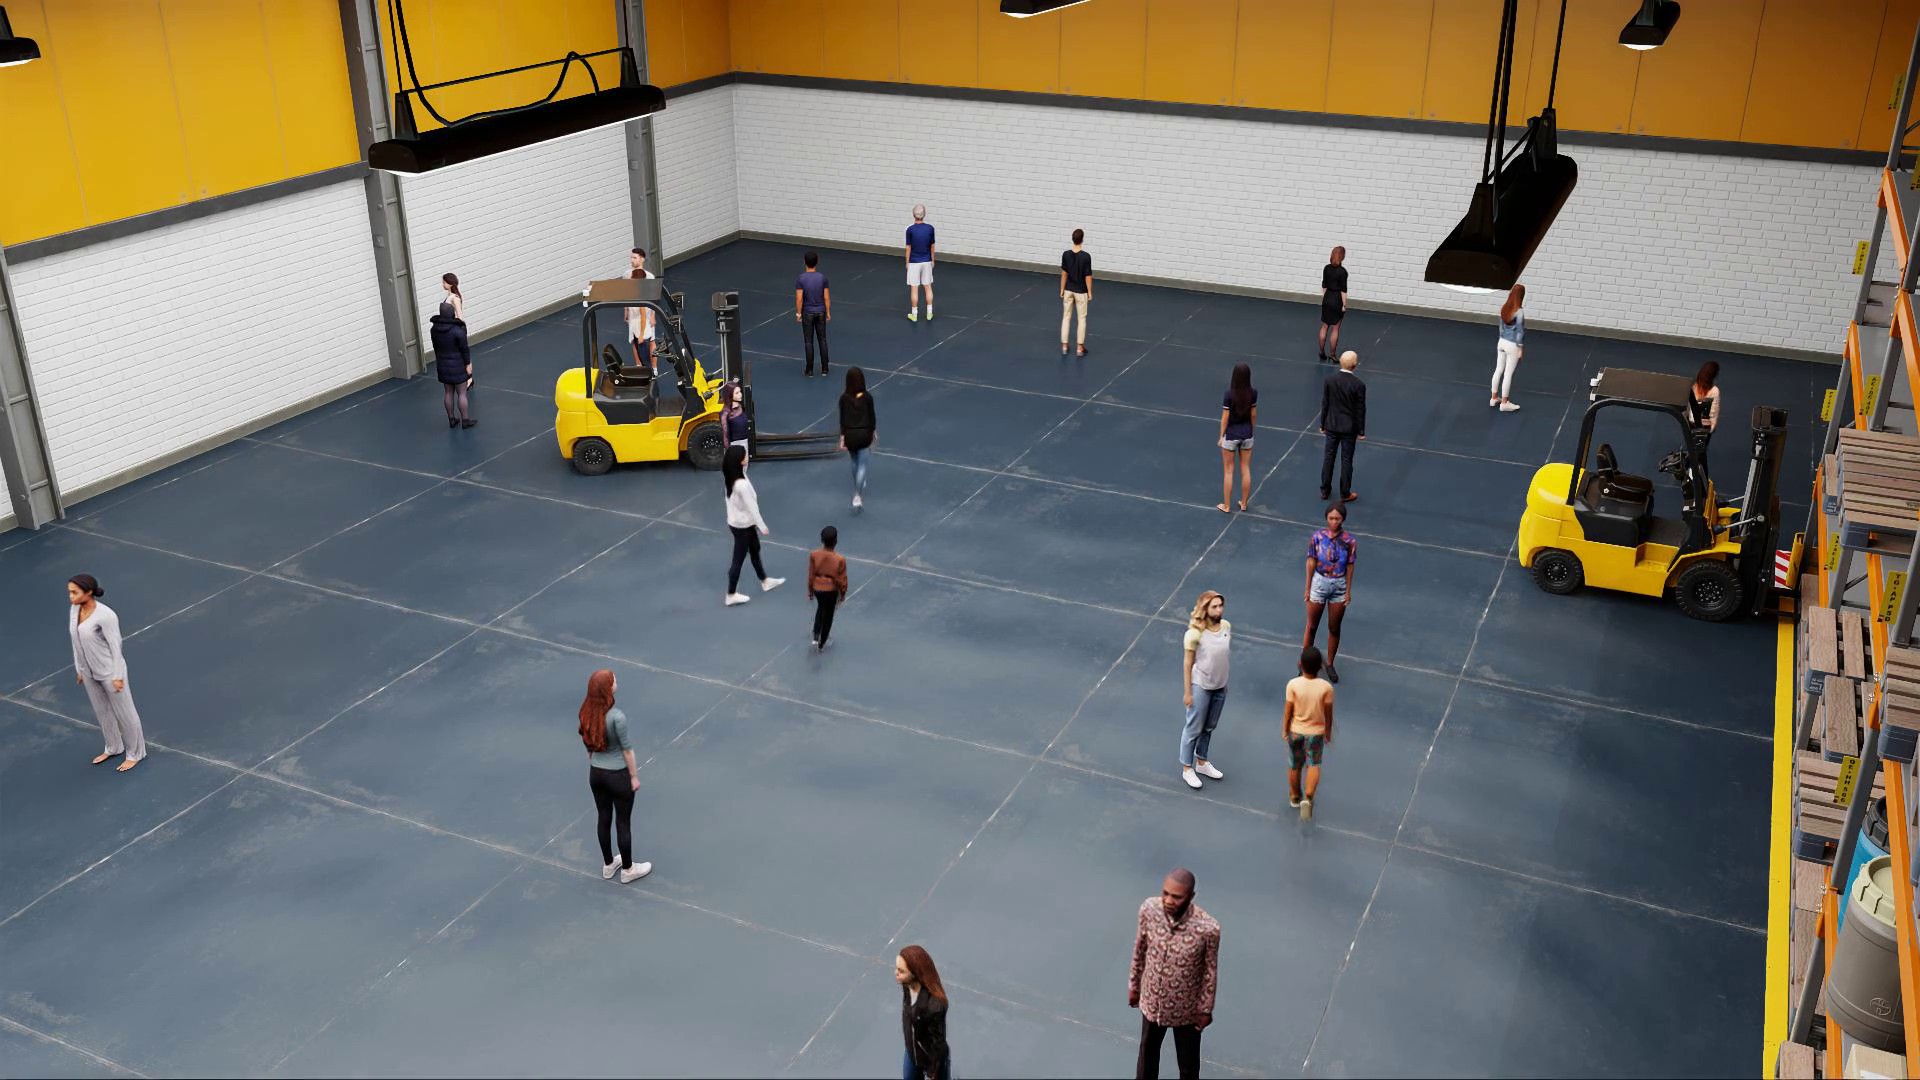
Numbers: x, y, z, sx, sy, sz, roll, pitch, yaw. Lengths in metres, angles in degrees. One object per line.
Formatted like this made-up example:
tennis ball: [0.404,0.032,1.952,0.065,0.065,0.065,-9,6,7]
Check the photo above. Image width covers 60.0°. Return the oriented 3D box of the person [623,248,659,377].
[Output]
person: [-4.489,-3.203,23.443,0.672,1.855,0.555,11,26,24]

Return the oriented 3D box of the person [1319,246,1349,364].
person: [5.419,-3.426,24.142,0.659,1.704,0.661,-17,29,-33]

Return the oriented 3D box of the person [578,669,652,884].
person: [-2.573,1.740,12.275,0.581,1.743,0.550,12,26,26]

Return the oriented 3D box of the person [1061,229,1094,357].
person: [1.711,-3.648,24.466,0.632,1.851,0.542,11,26,24]

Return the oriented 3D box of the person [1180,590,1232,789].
person: [2.003,1.193,13.554,0.648,1.722,0.772,-17,29,-33]

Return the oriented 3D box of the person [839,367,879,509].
person: [-1.172,-1.147,19.039,0.768,1.616,1.126,3,24,7]

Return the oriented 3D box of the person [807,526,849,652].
person: [-1.288,0.496,15.754,0.555,1.236,0.515,6,24,13]

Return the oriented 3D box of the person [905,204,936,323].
person: [-0.624,-4.364,26.120,0.719,1.839,0.770,-7,25,-16]

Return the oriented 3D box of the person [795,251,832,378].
person: [-2.069,-3.198,23.510,0.716,1.793,0.757,-7,24,-15]

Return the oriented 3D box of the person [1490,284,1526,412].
person: [7.330,-2.582,22.214,0.738,1.703,0.677,-8,25,-18]

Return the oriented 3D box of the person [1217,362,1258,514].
person: [3.153,-1.162,18.886,0.662,1.766,0.699,-5,24,-11]

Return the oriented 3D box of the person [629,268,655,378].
person: [-4.327,-2.823,22.661,0.716,1.785,0.662,-9,25,-20]

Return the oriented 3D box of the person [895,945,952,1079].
person: [-0.139,2.991,9.771,0.861,1.458,0.763,-17,29,-34]

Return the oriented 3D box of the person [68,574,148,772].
person: [-7.115,1.071,13.815,0.645,1.736,0.533,9,25,20]

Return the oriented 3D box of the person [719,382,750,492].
person: [-2.507,-1.002,18.716,0.694,1.608,0.535,6,24,13]

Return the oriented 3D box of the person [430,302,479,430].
person: [-6.570,-2.266,21.526,0.703,1.674,0.681,7,25,15]

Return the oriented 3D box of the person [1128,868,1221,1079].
person: [1.273,2.725,9.942,0.688,1.808,0.573,12,26,25]

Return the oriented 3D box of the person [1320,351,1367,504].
person: [4.408,-1.314,19.191,0.716,1.800,0.618,14,27,30]

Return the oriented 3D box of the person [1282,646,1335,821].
person: [2.732,1.541,13.098,0.647,1.449,0.853,4,24,10]

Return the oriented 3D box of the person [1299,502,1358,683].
person: [3.364,0.467,15.187,0.648,1.743,0.611,3,24,7]

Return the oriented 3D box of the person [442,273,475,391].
person: [-6.944,-2.876,22.955,0.673,1.648,0.644,-13,27,-28]

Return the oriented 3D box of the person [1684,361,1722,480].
person: [8.843,-1.414,19.816,0.698,1.483,0.632,-8,25,-17]

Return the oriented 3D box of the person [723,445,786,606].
person: [-2.250,-0.127,16.628,1.014,1.679,0.945,-9,25,-20]
